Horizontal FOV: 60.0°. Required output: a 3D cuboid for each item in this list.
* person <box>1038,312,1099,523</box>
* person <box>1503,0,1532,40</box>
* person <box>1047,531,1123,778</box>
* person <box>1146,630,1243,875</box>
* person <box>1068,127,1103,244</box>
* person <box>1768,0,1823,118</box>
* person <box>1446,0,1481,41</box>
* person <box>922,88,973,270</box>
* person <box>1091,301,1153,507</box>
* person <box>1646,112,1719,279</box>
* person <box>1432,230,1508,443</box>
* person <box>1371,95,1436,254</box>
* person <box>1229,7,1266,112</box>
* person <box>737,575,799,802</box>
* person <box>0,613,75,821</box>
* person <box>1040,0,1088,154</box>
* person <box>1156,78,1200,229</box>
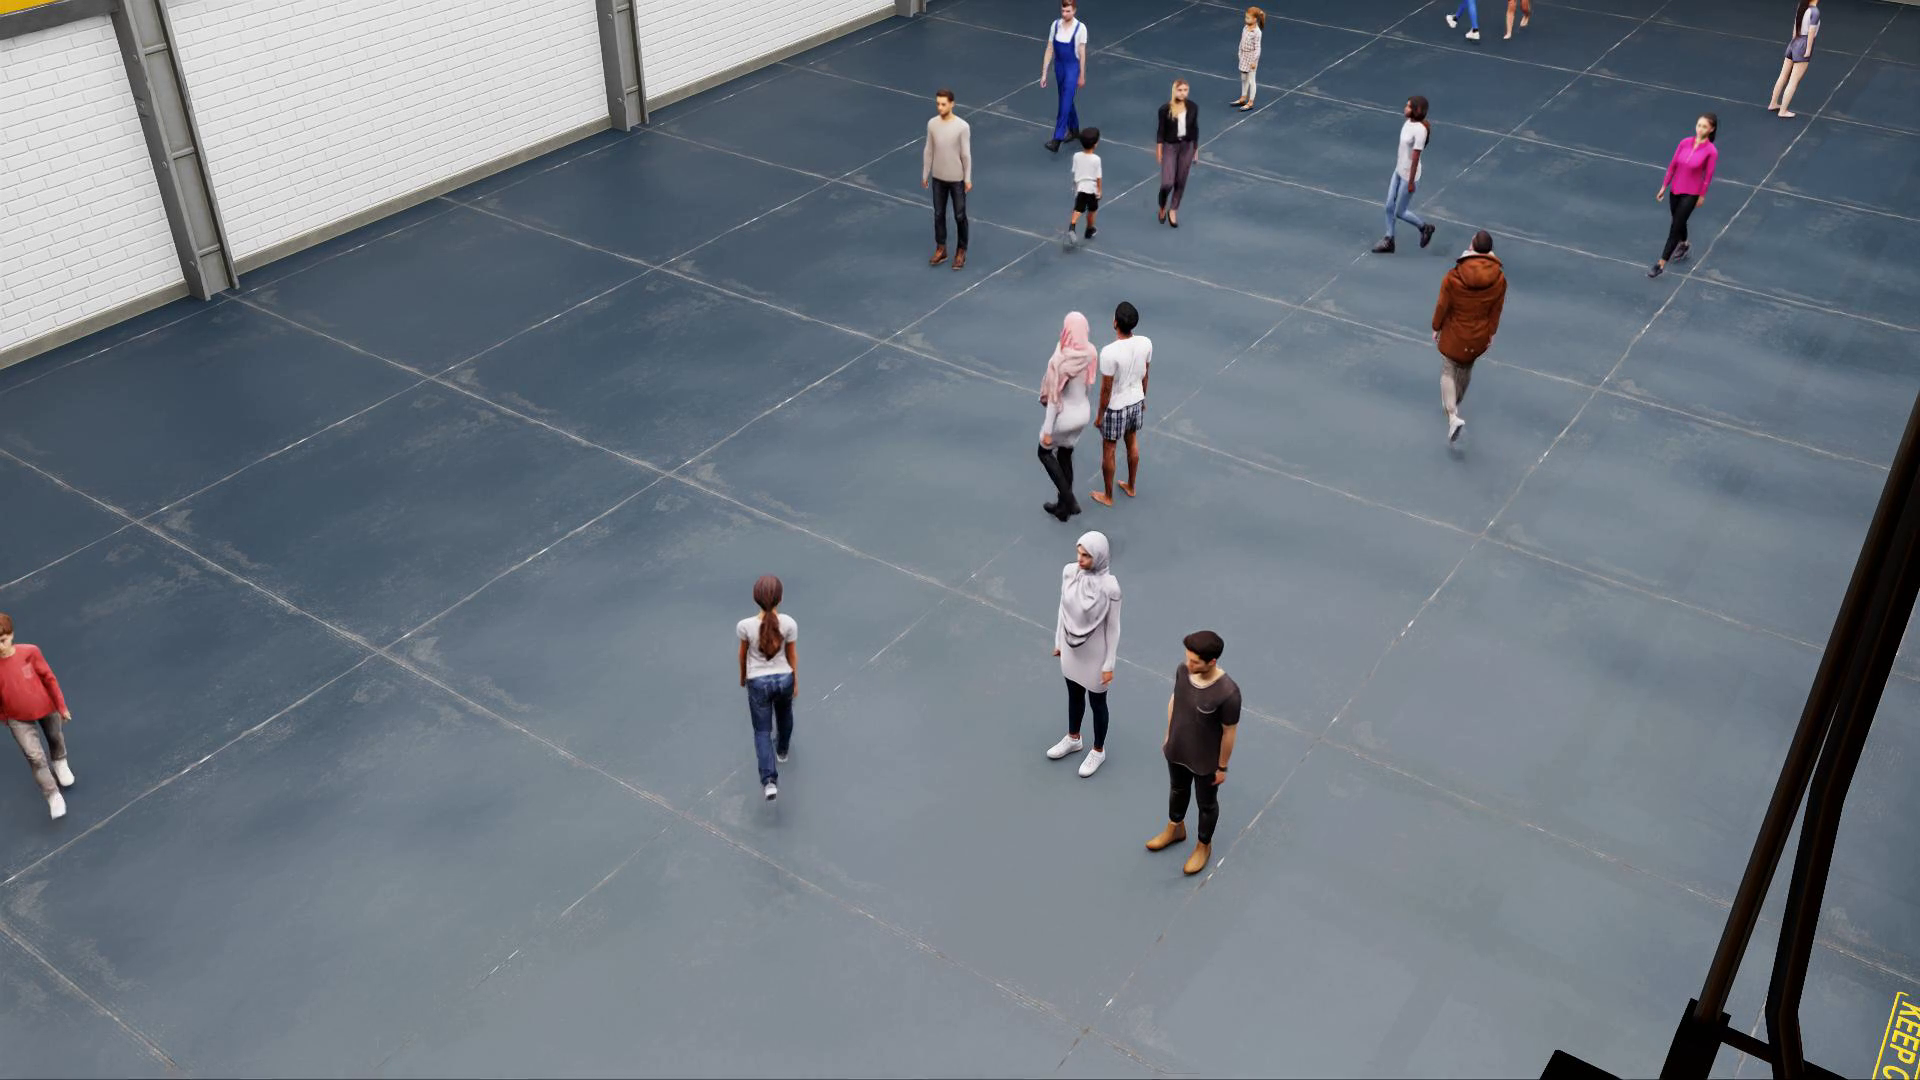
[{"bbox_3d":[0.894,-0.890,12.900,0.718,1.788,0.804,-25,41,-33],"label":"person"},{"bbox_3d":[8.066,-8.005,23.767,0.592,1.608,0.882,19,38,26],"label":"person"},{"bbox_3d":[0.809,0.706,10.510,0.648,1.775,0.574,28,43,35],"label":"person"},{"bbox_3d":[1.404,1.208,9.813,0.621,1.710,0.667,-27,42,-34],"label":"person"},{"bbox_3d":[1.321,-3.746,17.690,0.555,1.242,0.798,16,37,23],"label":"person"},{"bbox_3d":[10.589,-6.193,21.006,0.717,1.646,0.643,-3,34,-5],"label":"person"},{"bbox_3d":[7.324,-7.976,23.624,1.159,1.719,1.159,-9,35,-13],"label":"person"},{"bbox_3d":[-0.109,-3.745,17.125,0.738,1.864,0.702,12,35,17],"label":"person"},{"bbox_3d":[1.287,-1.079,13.232,0.607,1.734,0.762,-19,38,-26],"label":"person"},{"bbox_3d":[7.467,-3.561,17.033,1.190,1.662,0.837,-22,39,-29],"label":"person"},{"bbox_3d":[4.305,-1.700,14.098,1.066,1.810,1.222,1,34,2],"label":"person"},{"bbox_3d":[4.713,-3.771,17.309,0.964,1.705,0.910,-5,34,-7],"label":"person"},{"bbox_3d":[3.713,-6.175,21.282,0.649,1.311,0.616,-14,36,-20],"label":"person"},{"bbox_3d":[-1.192,0.921,10.400,0.961,1.539,1.013,-6,34,-8],"label":"person"},{"bbox_3d":[-5.812,1.013,10.396,0.896,1.390,0.800,-21,39,-28],"label":"person"},{"bbox_3d":[1.337,-5.638,20.032,0.661,1.801,1.197,19,38,26],"label":"person"},{"bbox_3d":[2.319,-4.198,17.992,0.687,1.661,0.758,-8,34,-11],"label":"person"}]
